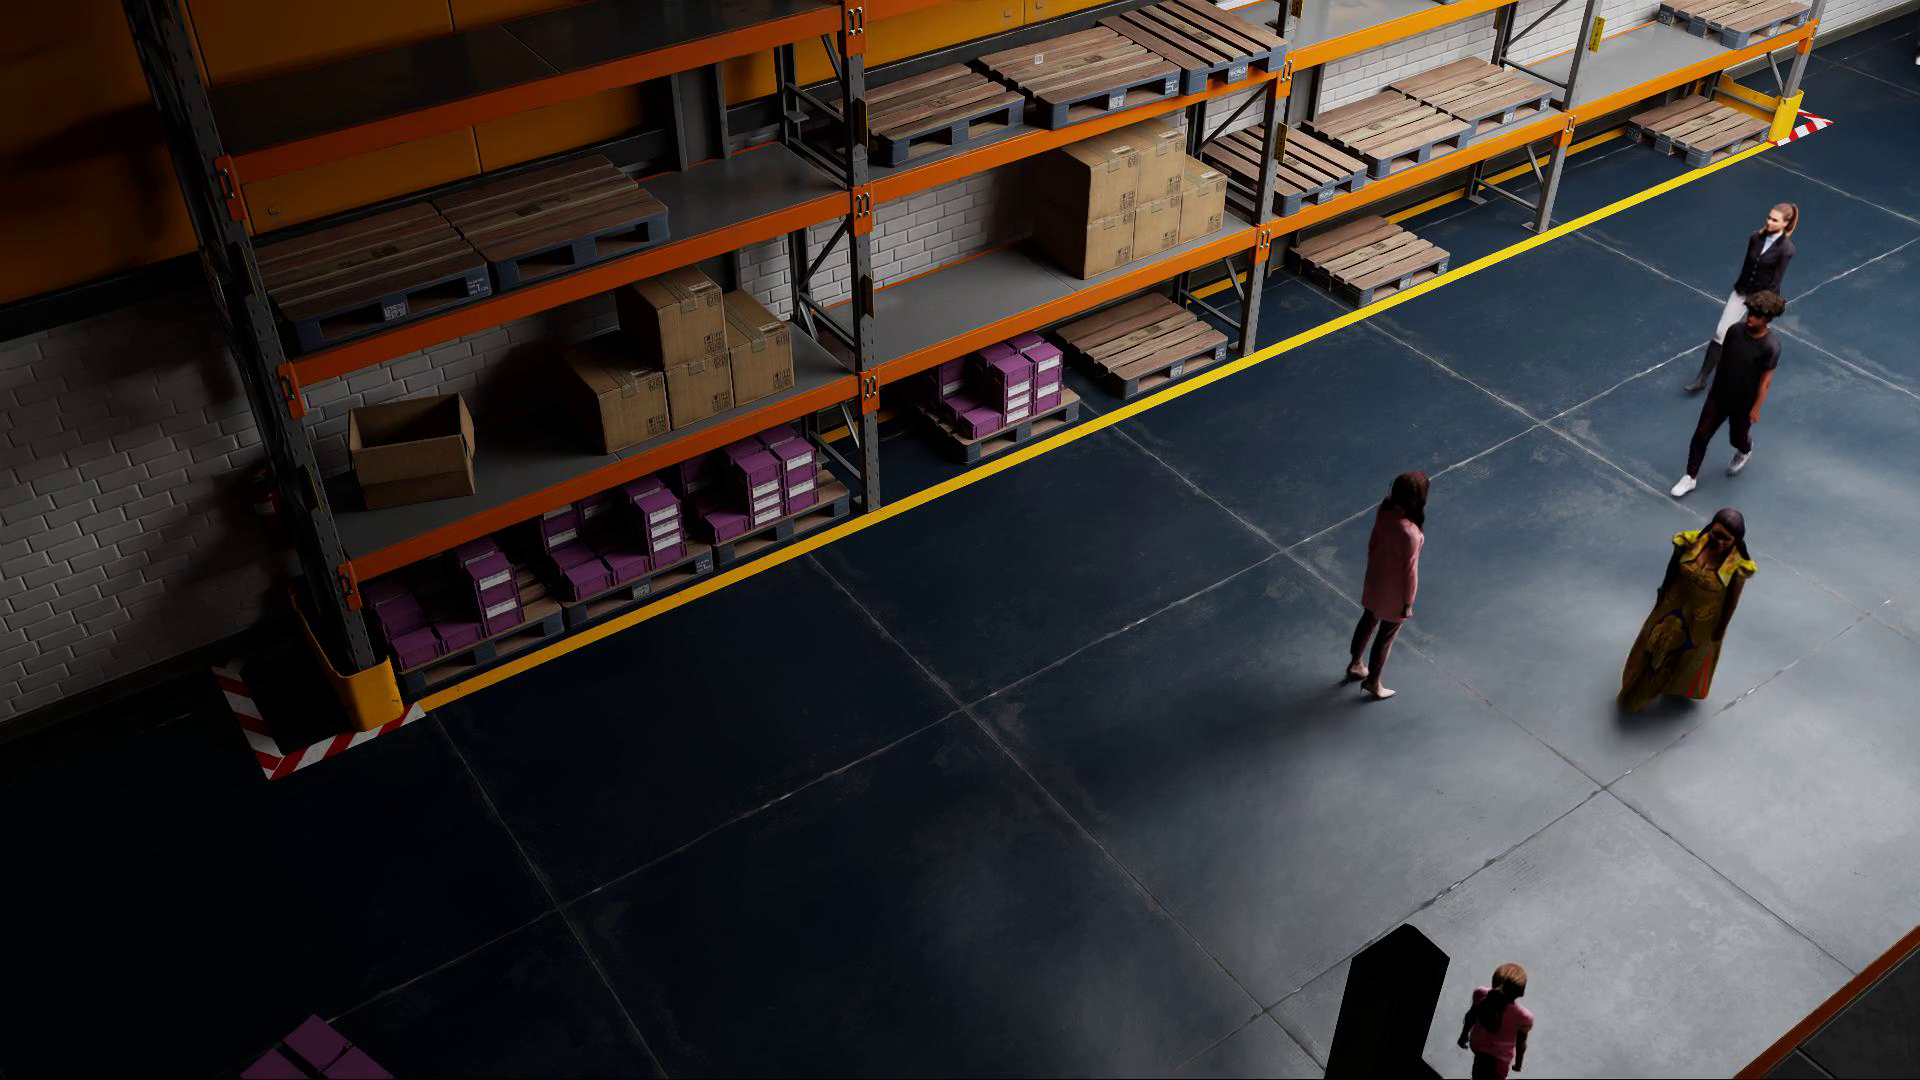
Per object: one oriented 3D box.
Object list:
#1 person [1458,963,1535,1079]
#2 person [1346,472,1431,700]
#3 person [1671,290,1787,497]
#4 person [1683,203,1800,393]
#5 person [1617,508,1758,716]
[{"bbox_3d":[2.714,2.647,8.555,0.893,1.252,0.568,-31,48,-33],"label":"person"},{"bbox_3d":[2.837,0.301,11.054,0.600,1.801,0.668,-14,41,-17],"label":"person"},{"bbox_3d":[6.070,-1.151,12.905,1.073,1.760,0.664,-26,46,-29],"label":"person"},{"bbox_3d":[6.786,-2.038,14.078,1.180,1.681,0.562,-24,45,-27],"label":"person"},{"bbox_3d":[4.904,0.405,11.056,0.953,1.635,1.175,23,44,26],"label":"person"}]
